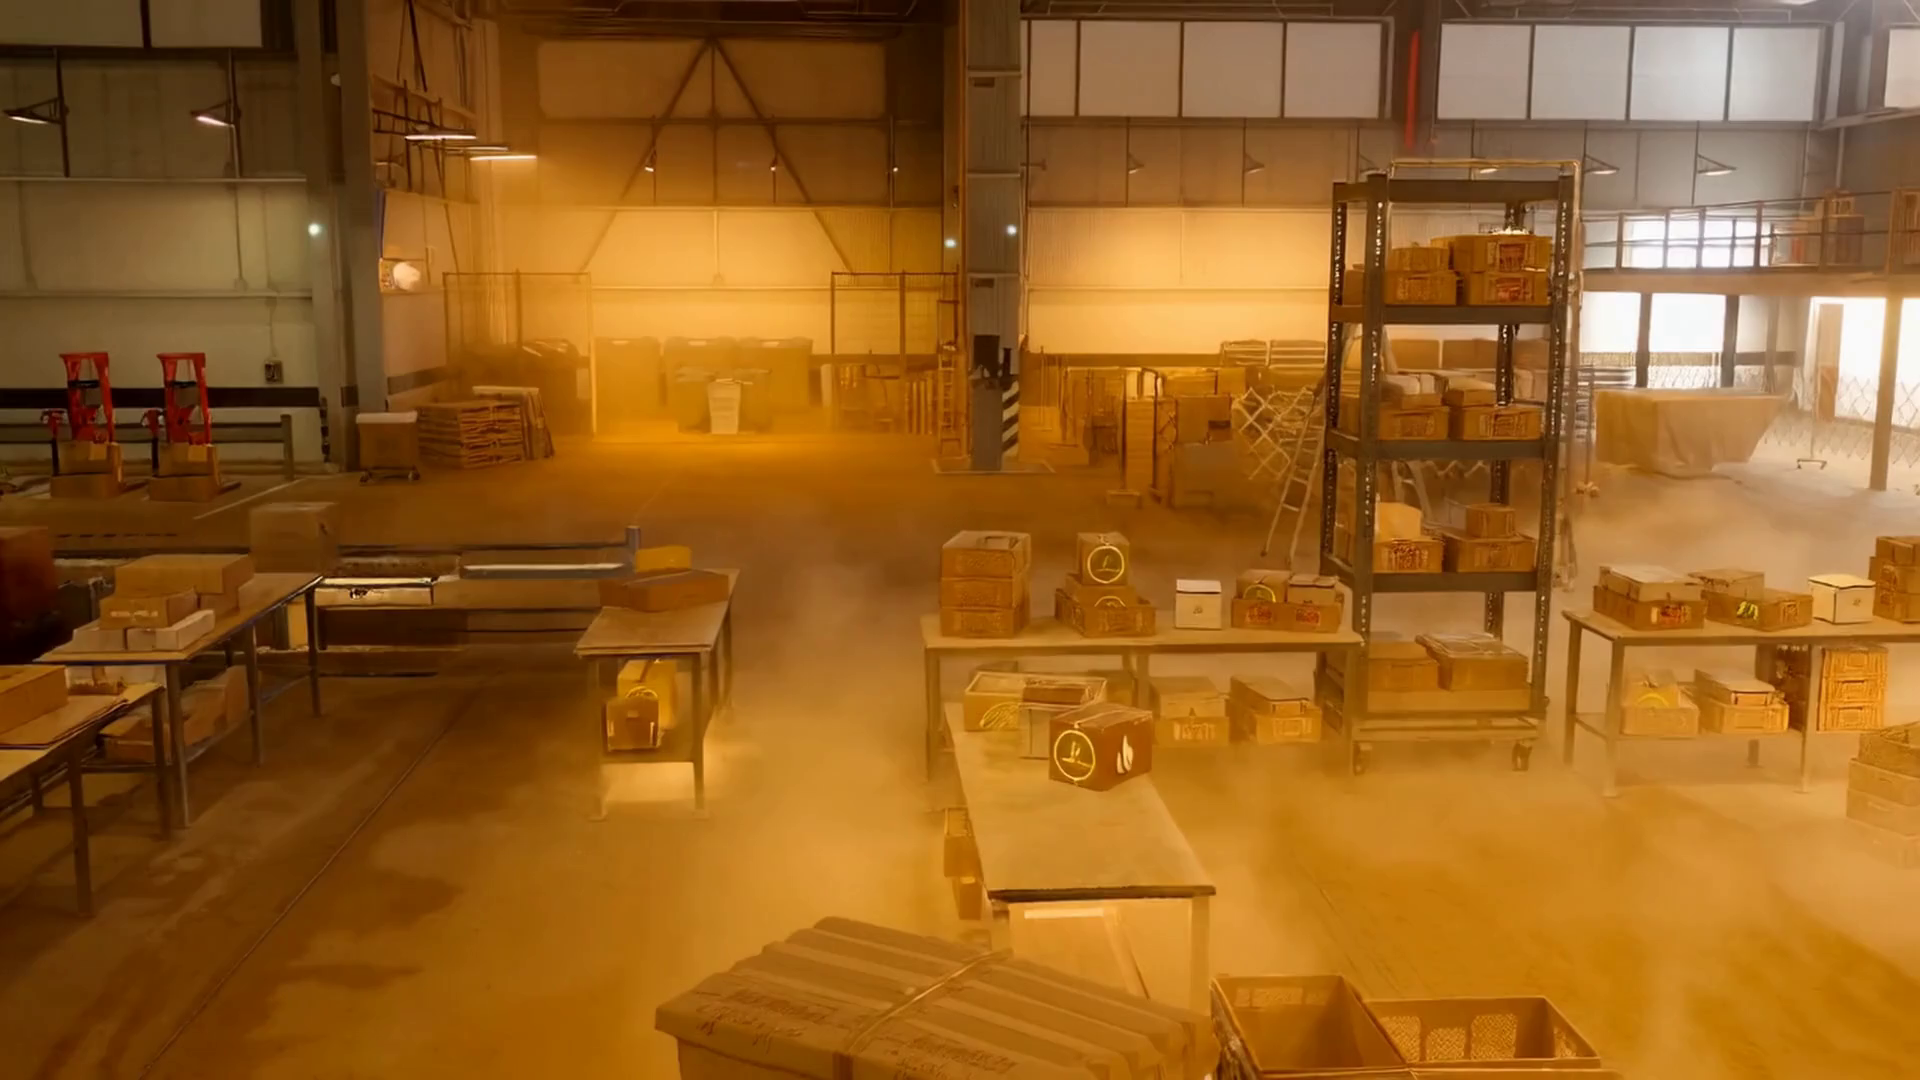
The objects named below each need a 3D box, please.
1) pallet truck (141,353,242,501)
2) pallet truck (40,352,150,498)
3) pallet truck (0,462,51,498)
[{"bbox_3d":[-10.520,-1.604,22.925,0.823,1.965,1.885,-1,9,-6],"label":"pallet truck"},{"bbox_3d":[-11.907,-1.642,23.165,0.823,1.965,1.885,0,9,0],"label":"pallet truck"},{"bbox_3d":[-13.193,-1.293,23.148,0.653,1.274,1.630,-1,9,-4],"label":"pallet truck"}]
